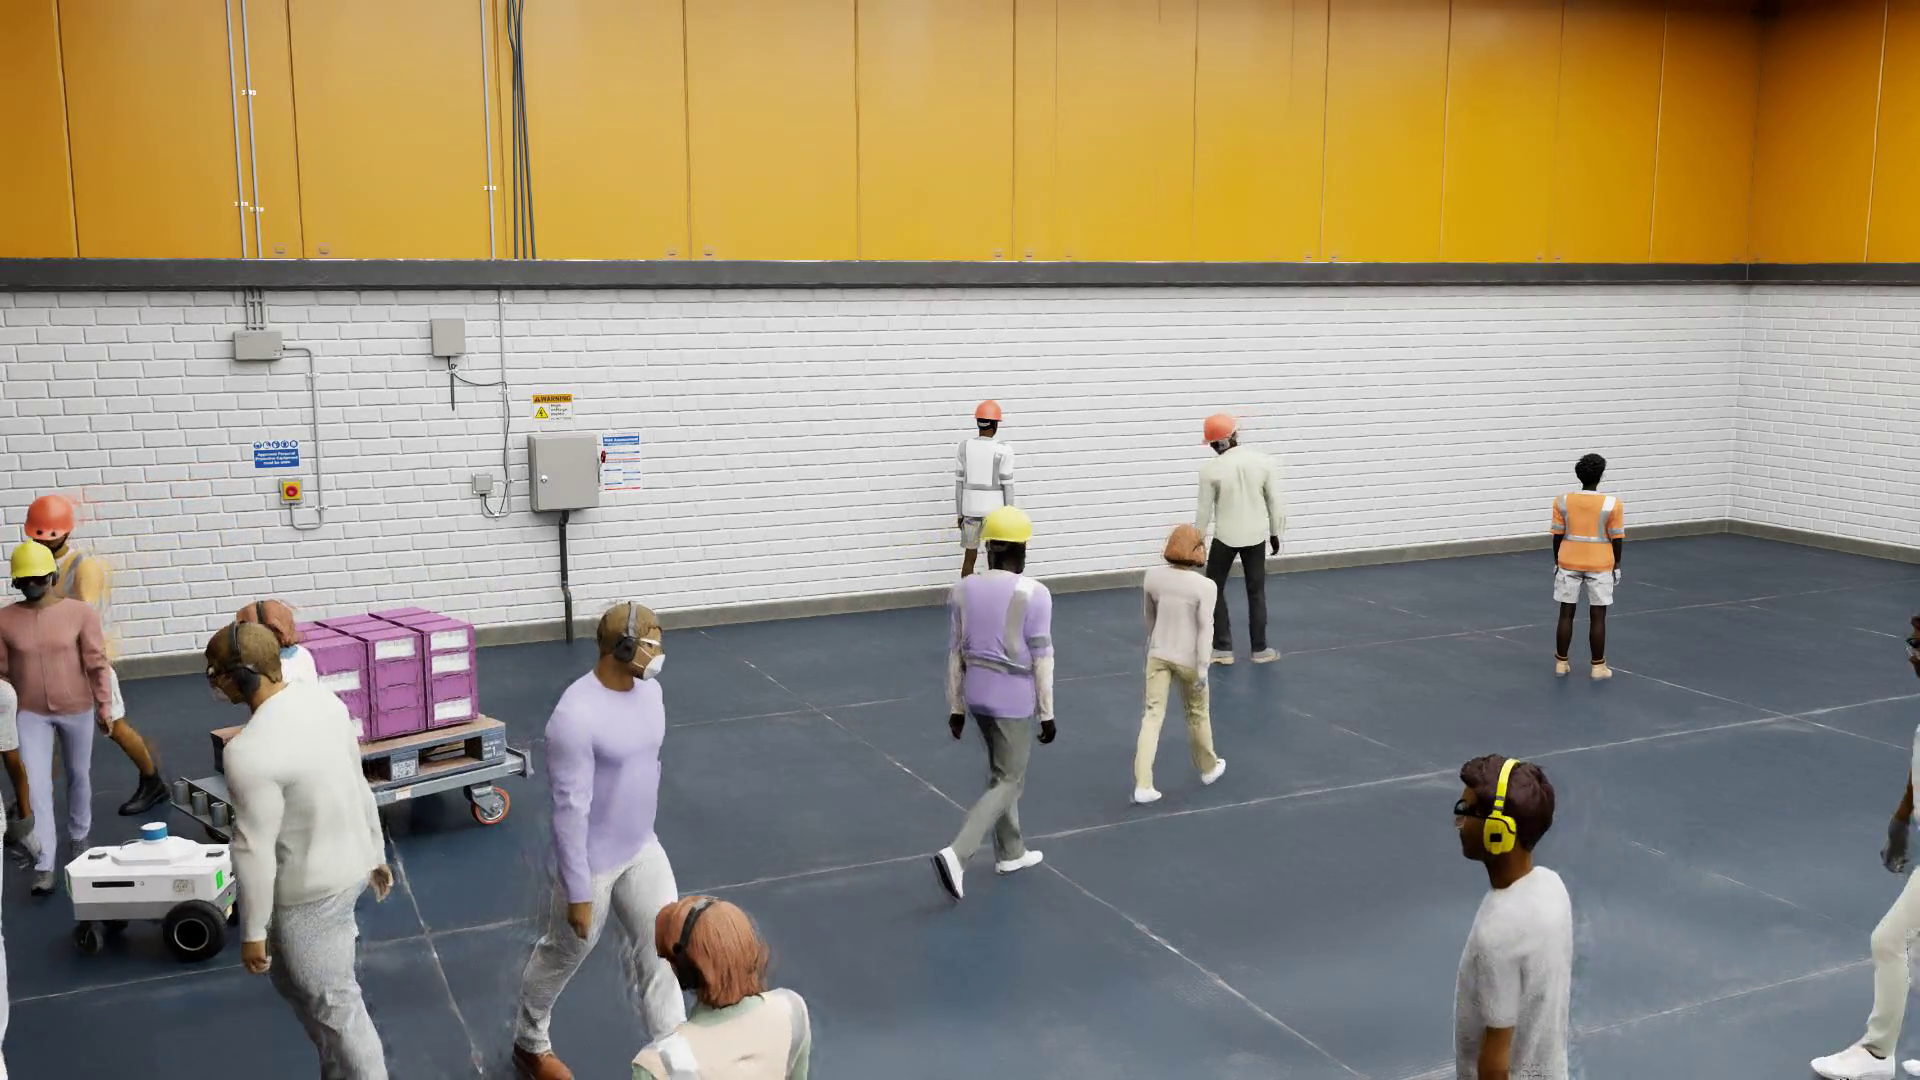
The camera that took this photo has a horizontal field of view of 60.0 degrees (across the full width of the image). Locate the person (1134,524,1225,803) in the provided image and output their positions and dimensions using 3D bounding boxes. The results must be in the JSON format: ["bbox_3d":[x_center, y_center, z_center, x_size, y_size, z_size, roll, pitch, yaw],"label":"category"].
[{"bbox_3d":[1.263,0.697,9.632,0.509,1.588,0.844,6,11,34],"label":"person"}]

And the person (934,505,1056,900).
[{"bbox_3d":[0.147,0.786,8.129,0.591,1.901,0.826,9,13,43],"label":"person"}]

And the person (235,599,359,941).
[{"bbox_3d":[-3.019,1.047,7.372,0.657,1.608,0.544,-2,9,-11],"label":"person"}]

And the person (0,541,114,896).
[{"bbox_3d":[-4.505,0.857,8.260,0.545,1.720,0.904,-4,10,-24],"label":"person"}]

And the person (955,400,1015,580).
[{"bbox_3d":[0.228,-0.252,14.485,0.542,1.929,0.383,3,10,20],"label":"person"}]

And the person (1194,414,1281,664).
[{"bbox_3d":[2.148,-0.002,12.895,0.728,1.947,0.392,-2,9,-11],"label":"person"}]

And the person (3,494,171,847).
[{"bbox_3d":[-4.799,0.666,9.018,0.541,1.881,0.996,4,10,22],"label":"person"}]

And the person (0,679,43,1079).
[{"bbox_3d":[-3.848,1.112,6.364,0.572,1.831,0.828,-6,11,-32],"label":"person"}]

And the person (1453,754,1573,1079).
[{"bbox_3d":[1.435,1.452,4.181,0.741,1.848,0.523,6,11,32],"label":"person"}]

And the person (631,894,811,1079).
[{"bbox_3d":[-0.538,1.613,3.859,0.515,1.626,0.374,-9,13,-43],"label":"person"}]

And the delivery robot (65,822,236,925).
[{"bbox_3d":[-3.608,1.515,7.478,0.707,0.478,0.477,-1,9,-3],"label":"delivery robot"}]

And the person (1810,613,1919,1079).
[{"bbox_3d":[3.521,1.136,6.152,0.794,1.832,0.577,3,9,15],"label":"person"}]

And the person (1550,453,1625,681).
[{"bbox_3d":[4.665,0.199,12.388,0.535,1.700,0.318,6,11,35],"label":"person"}]

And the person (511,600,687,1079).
[{"bbox_3d":[-1.265,1.146,6.008,1.071,1.866,0.681,5,10,27],"label":"person"}]

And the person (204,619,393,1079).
[{"bbox_3d":[-2.193,1.190,5.643,0.601,1.896,0.642,0,9,1],"label":"person"}]
